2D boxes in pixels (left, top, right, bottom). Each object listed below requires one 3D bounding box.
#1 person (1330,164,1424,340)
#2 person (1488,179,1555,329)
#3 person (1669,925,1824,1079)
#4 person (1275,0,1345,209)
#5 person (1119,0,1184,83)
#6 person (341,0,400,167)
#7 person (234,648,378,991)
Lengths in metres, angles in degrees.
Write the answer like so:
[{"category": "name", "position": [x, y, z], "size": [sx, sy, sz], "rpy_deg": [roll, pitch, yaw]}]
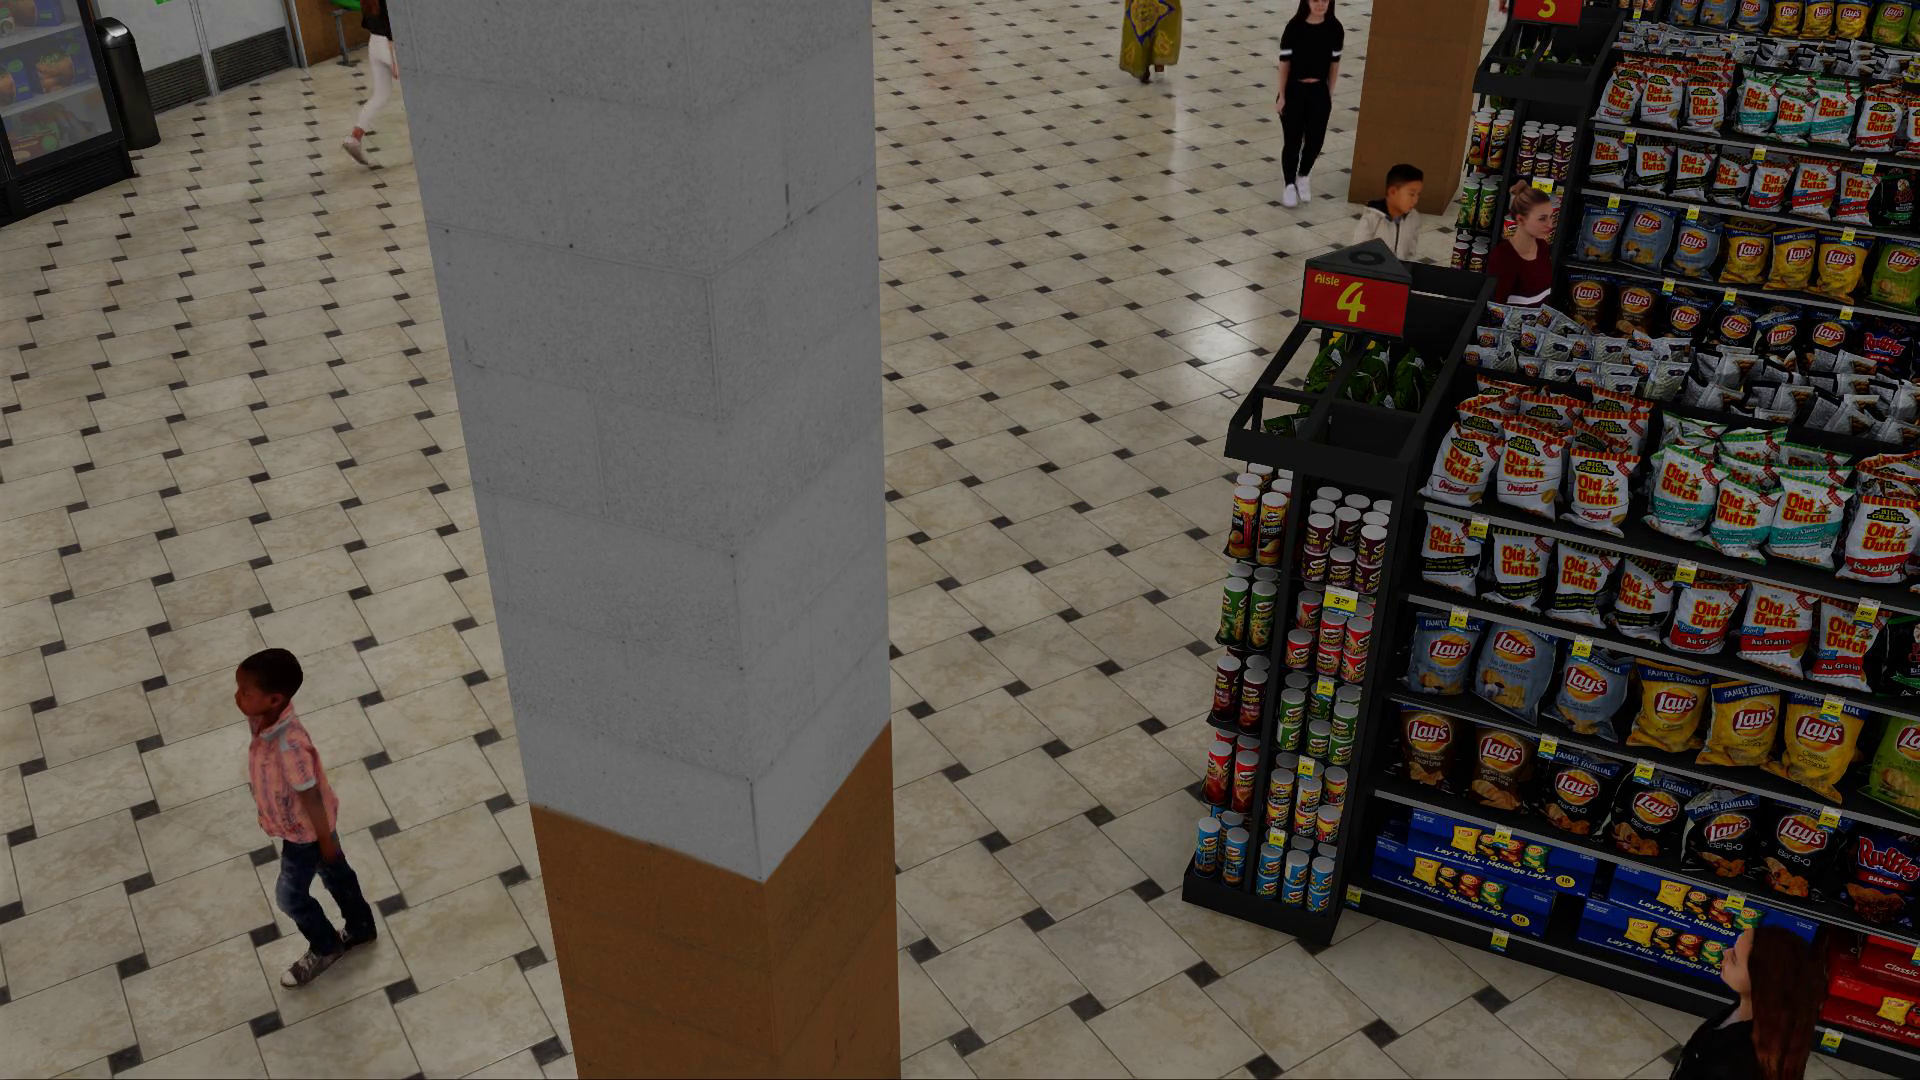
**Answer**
[{"category": "person", "position": [2.247, -1.413, 9.223], "size": [0.940, 1.419, 0.999], "rpy_deg": [-9, 33, -15]}, {"category": "person", "position": [2.695, -0.933, 8.186], "size": [0.683, 1.699, 0.628], "rpy_deg": [-27, 41, -36]}, {"category": "person", "position": [2.005, 1.611, 4.326], "size": [0.981, 1.457, 0.695], "rpy_deg": [22, 38, 31]}, {"category": "person", "position": [2.448, -3.200, 11.897], "size": [0.648, 1.627, 0.755], "rpy_deg": [0, 32, 0]}, {"category": "person", "position": [1.672, -4.796, 14.440], "size": [0.867, 1.650, 0.898], "rpy_deg": [5, 32, 8]}, {"category": "person", "position": [-4.403, -3.666, 12.609], "size": [1.092, 1.666, 0.811], "rpy_deg": [23, 38, 32]}, {"category": "person", "position": [-2.150, 0.908, 5.607], "size": [0.693, 1.297, 0.631], "rpy_deg": [-18, 36, -26]}]
